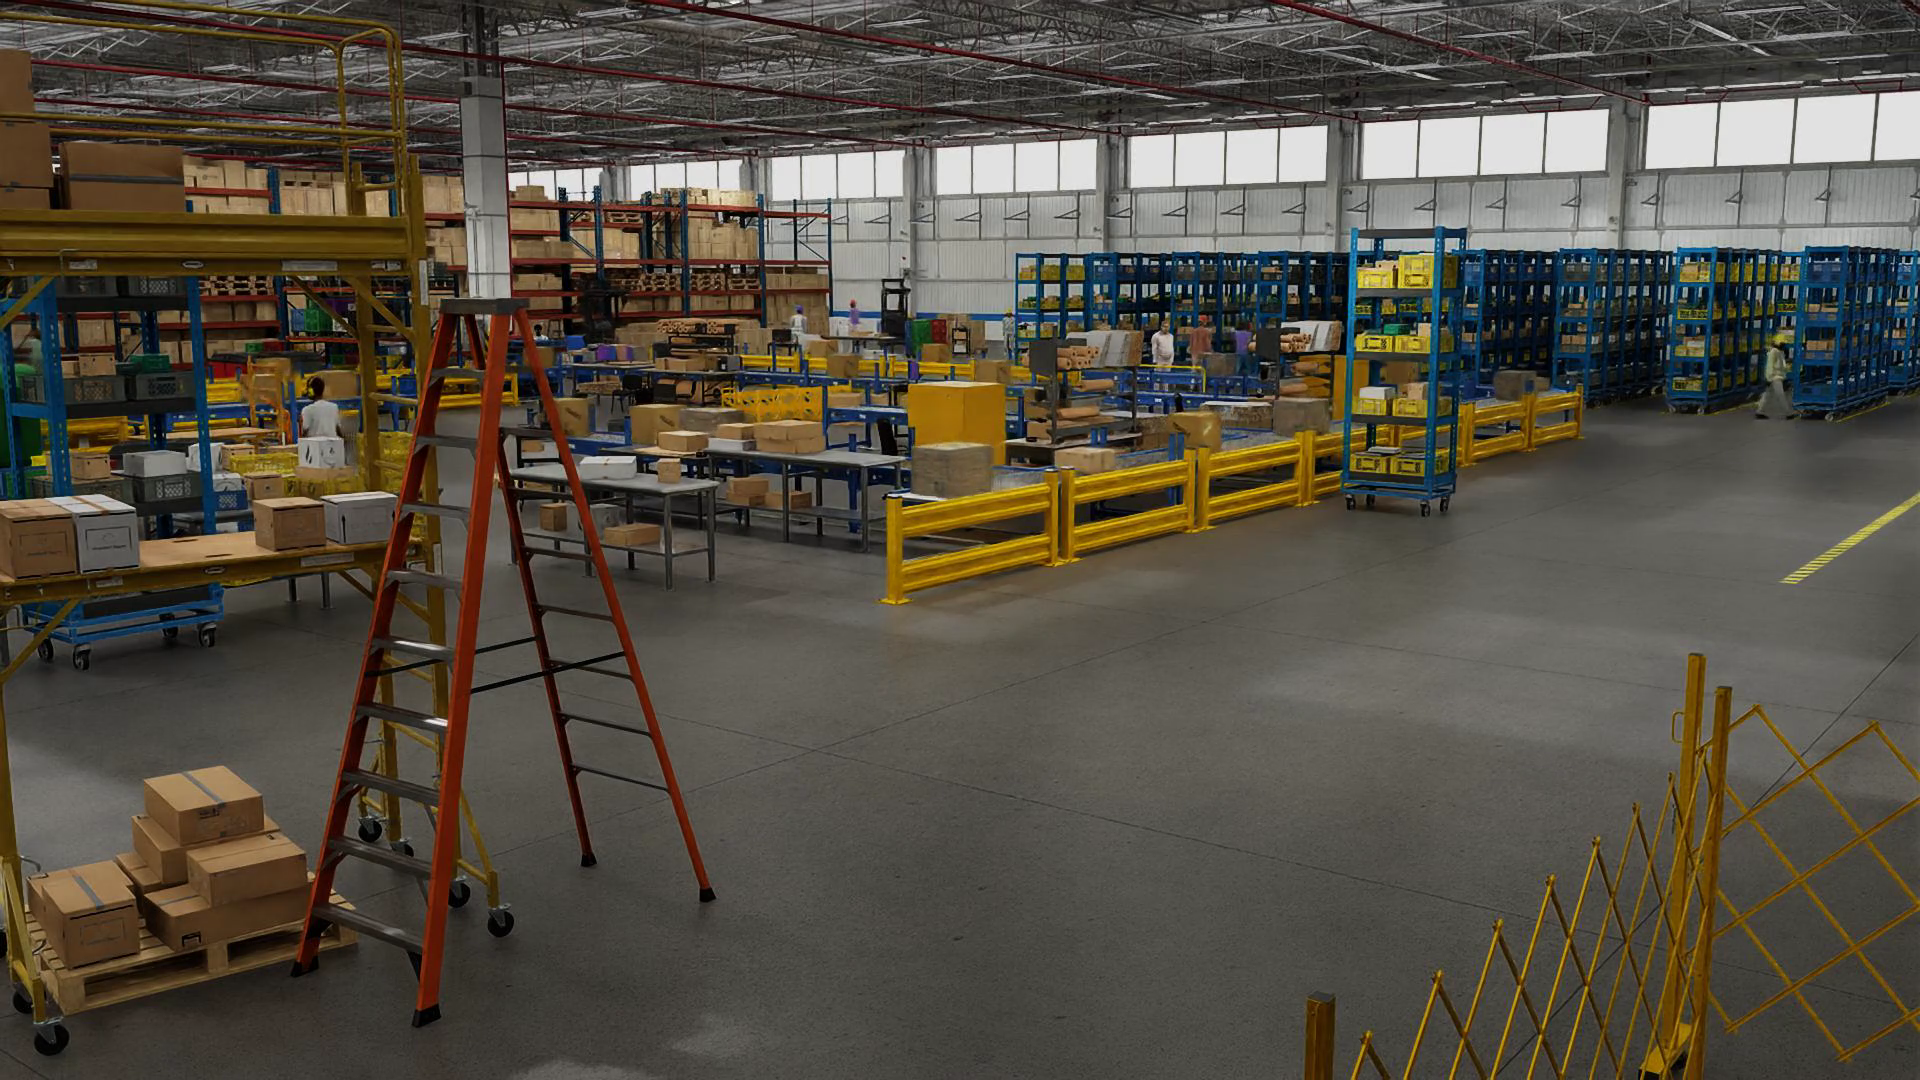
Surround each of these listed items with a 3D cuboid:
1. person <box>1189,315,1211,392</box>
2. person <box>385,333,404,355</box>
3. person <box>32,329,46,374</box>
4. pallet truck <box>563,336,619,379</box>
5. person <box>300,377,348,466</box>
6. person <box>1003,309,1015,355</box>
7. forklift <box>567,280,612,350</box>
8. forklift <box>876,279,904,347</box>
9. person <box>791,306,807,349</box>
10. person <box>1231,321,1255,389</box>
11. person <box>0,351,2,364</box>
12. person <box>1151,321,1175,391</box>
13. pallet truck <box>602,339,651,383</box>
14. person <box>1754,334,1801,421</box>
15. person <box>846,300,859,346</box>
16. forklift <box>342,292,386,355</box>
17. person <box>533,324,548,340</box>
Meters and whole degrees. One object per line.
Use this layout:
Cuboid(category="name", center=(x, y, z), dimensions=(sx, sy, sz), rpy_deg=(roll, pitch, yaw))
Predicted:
Cuboid(category="person", center=(6.161, -4.758, 42.541), dimensions=(0.623, 1.985, 0.430), rpy_deg=(8, 12, 42))
Cuboid(category="person", center=(-15.221, -5.029, 44.726), dimensions=(0.621, 1.816, 0.435), rpy_deg=(6, 11, 32))
Cuboid(category="person", center=(-23.563, -4.593, 42.605), dimensions=(0.387, 1.611, 0.537), rpy_deg=(0, 9, 0))
Cuboid(category="pallet truck", center=(-10.690, -5.294, 48.215), dimensions=(1.601, 1.201, 0.680), rpy_deg=(-5, 10, -26))
Cuboid(category="person", center=(-7.588, -1.022, 19.745), dimensions=(0.998, 1.817, 0.526), rpy_deg=(4, 10, 23))
Cuboid(category="person", center=(1.825, -7.740, 61.911), dimensions=(0.484, 1.733, 0.347), rpy_deg=(-1, 9, -5))
Cuboid(category="forklift", center=(-11.334, -6.728, 52.025), dimensions=(1.873, 2.768, 1.129), rpy_deg=(7, 11, 37))
Cuboid(category="forklift", center=(-2.774, -9.376, 68.547), dimensions=(1.129, 2.768, 1.873), rpy_deg=(-2, 9, -15))
Cuboid(category="person", center=(-5.643, -7.237, 58.264), dimensions=(0.614, 1.905, 0.996), rpy_deg=(2, 9, 12))
Cuboid(category="person", center=(7.480, -4.898, 43.994), dimensions=(0.982, 1.800, 0.590), rpy_deg=(-9, 13, -44))
Cuboid(category="person", center=(-24.898, -4.756, 42.793), dimensions=(0.441, 1.889, 0.672), rpy_deg=(7, 11, 36))
Cuboid(category="person", center=(4.894, -4.302, 39.930), dimensions=(0.636, 1.902, 0.406), rpy_deg=(-6, 11, -32))
Cuboid(category="pallet truck", center=(-8.991, -4.871, 45.351), dimensions=(0.653, 1.274, 1.630), rpy_deg=(7, 11, 37))
Cuboid(category="person", center=(16.924, -3.352, 34.338), dimensions=(0.932, 1.780, 0.610), rpy_deg=(6, 11, 35))
Cuboid(category="person", center=(-4.542, -9.131, 70.066), dimensions=(0.738, 1.906, 0.544), rpy_deg=(4, 10, 25))
Cuboid(category="forklift", center=(-16.485, -5.622, 45.120), dimensions=(1.129, 2.768, 1.873), rpy_deg=(7, 11, 37))
Cuboid(category="person", center=(-11.150, -4.859, 44.040), dimensions=(0.535, 1.697, 0.318), rpy_deg=(-3, 10, -17))
